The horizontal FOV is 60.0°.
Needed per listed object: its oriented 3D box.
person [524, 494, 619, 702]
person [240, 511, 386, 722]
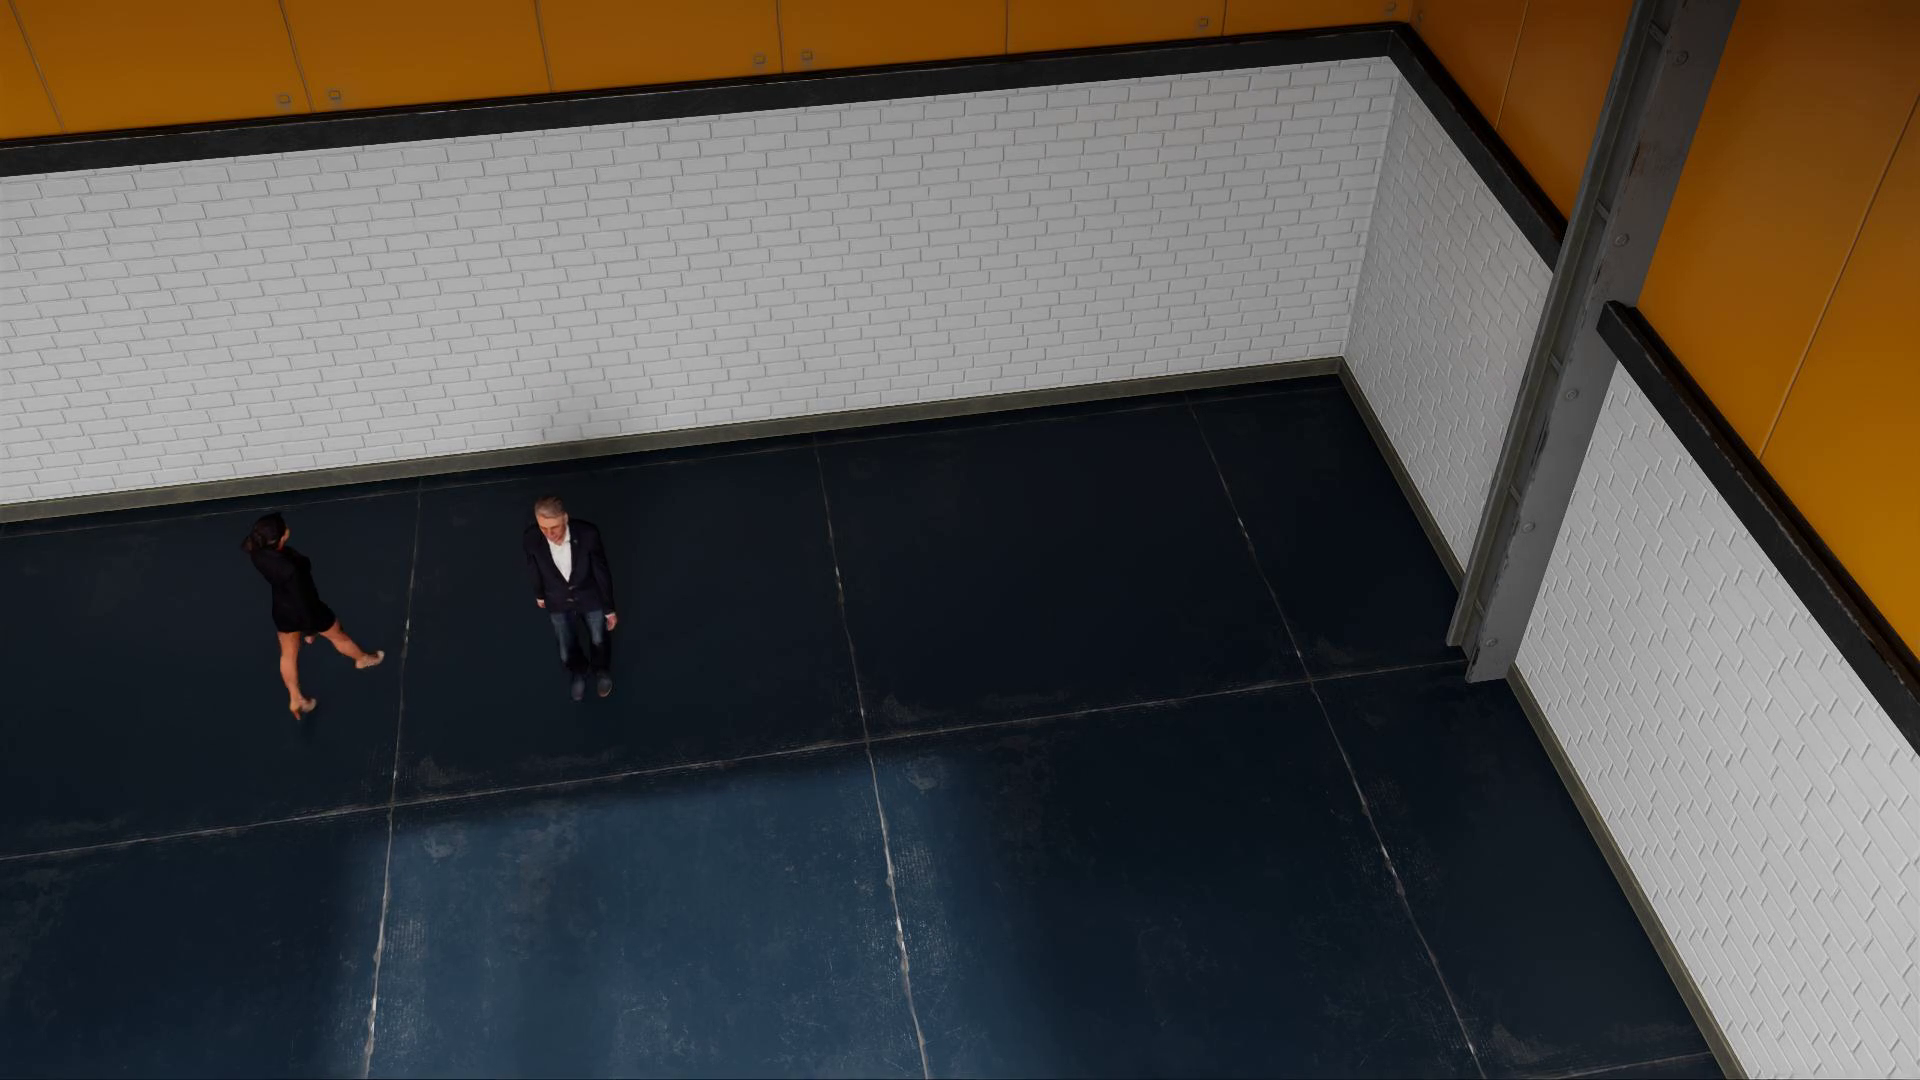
[{"bbox_3d":[-2.416,0.274,10.566,0.676,1.788,0.643,-5,44,-5],"label":"person"},{"bbox_3d":[-4.203,0.528,10.428,0.911,1.609,1.018,19,47,19],"label":"person"}]
